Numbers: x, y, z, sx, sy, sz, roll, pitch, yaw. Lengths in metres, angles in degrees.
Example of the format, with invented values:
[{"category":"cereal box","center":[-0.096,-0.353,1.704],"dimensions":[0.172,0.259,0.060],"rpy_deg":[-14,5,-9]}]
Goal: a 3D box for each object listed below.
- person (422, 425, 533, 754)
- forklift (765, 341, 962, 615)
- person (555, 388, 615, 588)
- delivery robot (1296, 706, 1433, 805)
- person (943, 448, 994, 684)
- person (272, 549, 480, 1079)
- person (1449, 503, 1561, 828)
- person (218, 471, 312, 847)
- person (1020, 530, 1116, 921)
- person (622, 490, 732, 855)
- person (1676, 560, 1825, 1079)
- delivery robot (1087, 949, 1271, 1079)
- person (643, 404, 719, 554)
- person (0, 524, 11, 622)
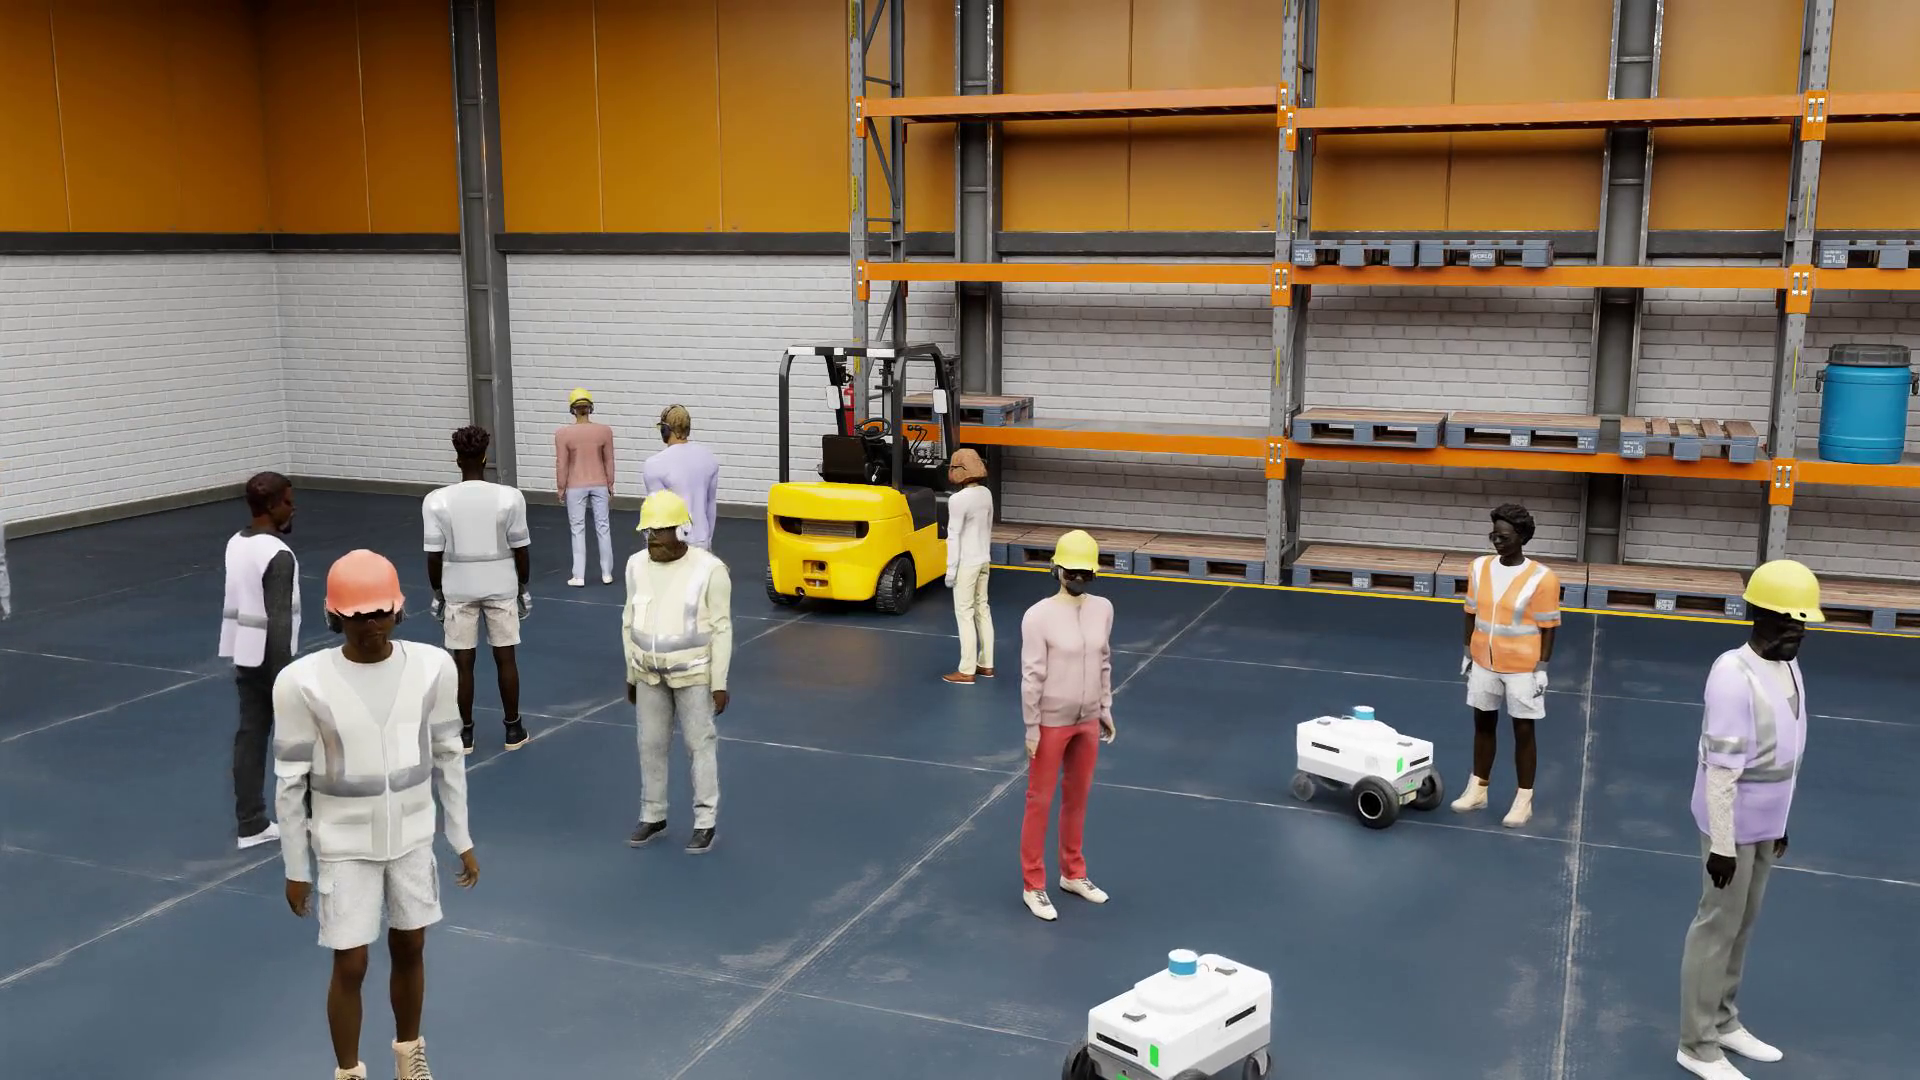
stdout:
[{"category":"person","center":[-2.848,0.296,9.875],"dimensions":[0.607,1.967,0.367],"rpy_deg":[-2,10,-14]},{"category":"forklift","center":[-0.739,-0.602,14.246],"dimensions":[1.214,2.155,2.313],"rpy_deg":[4,11,21]},{"category":"person","center":[-3.302,-0.458,14.660],"dimensions":[0.524,1.760,0.326],"rpy_deg":[-5,11,-27]},{"category":"delivery robot","center":[2.153,1.132,8.893],"dimensions":[0.477,0.478,0.707],"rpy_deg":[-9,13,-40]},{"category":"person","center":[0.063,0.179,11.485],"dimensions":[0.280,1.624,0.493],"rpy_deg":[6,12,29]},{"category":"person","center":[-1.965,1.028,5.646],"dimensions":[0.624,2.031,0.442],"rpy_deg":[-7,13,-35]},{"category":"person","center":[2.851,0.646,8.680],"dimensions":[0.321,1.695,0.537],"rpy_deg":[-8,13,-39]},{"category":"person","center":[-3.394,0.587,8.455],"dimensions":[0.619,1.890,0.776],"rpy_deg":[9,14,43]},{"category":"person","center":[0.500,0.820,7.525],"dimensions":[0.526,1.765,0.329],"rpy_deg":[-8,13,-37]},{"category":"person","center":[-1.421,0.660,8.277],"dimensions":[0.607,1.825,0.405],"rpy_deg":[4,11,20]},{"category":"person","center":[2.863,1.011,6.016],"dimensions":[0.384,1.923,0.590],"rpy_deg":[10,14,43]},{"category":"delivery robot","center":[0.777,1.681,5.833],"dimensions":[0.707,0.478,0.477],"rpy_deg":[-10,14,-44]},{"category":"person","center":[-1.922,0.035,11.411],"dimensions":[0.372,1.940,0.632],"rpy_deg":[7,13,35]},{"category":"person","center":[-6.203,0.380,10.406],"dimensions":[0.500,1.614,0.583],"rpy_deg":[-3,11,-17]}]
